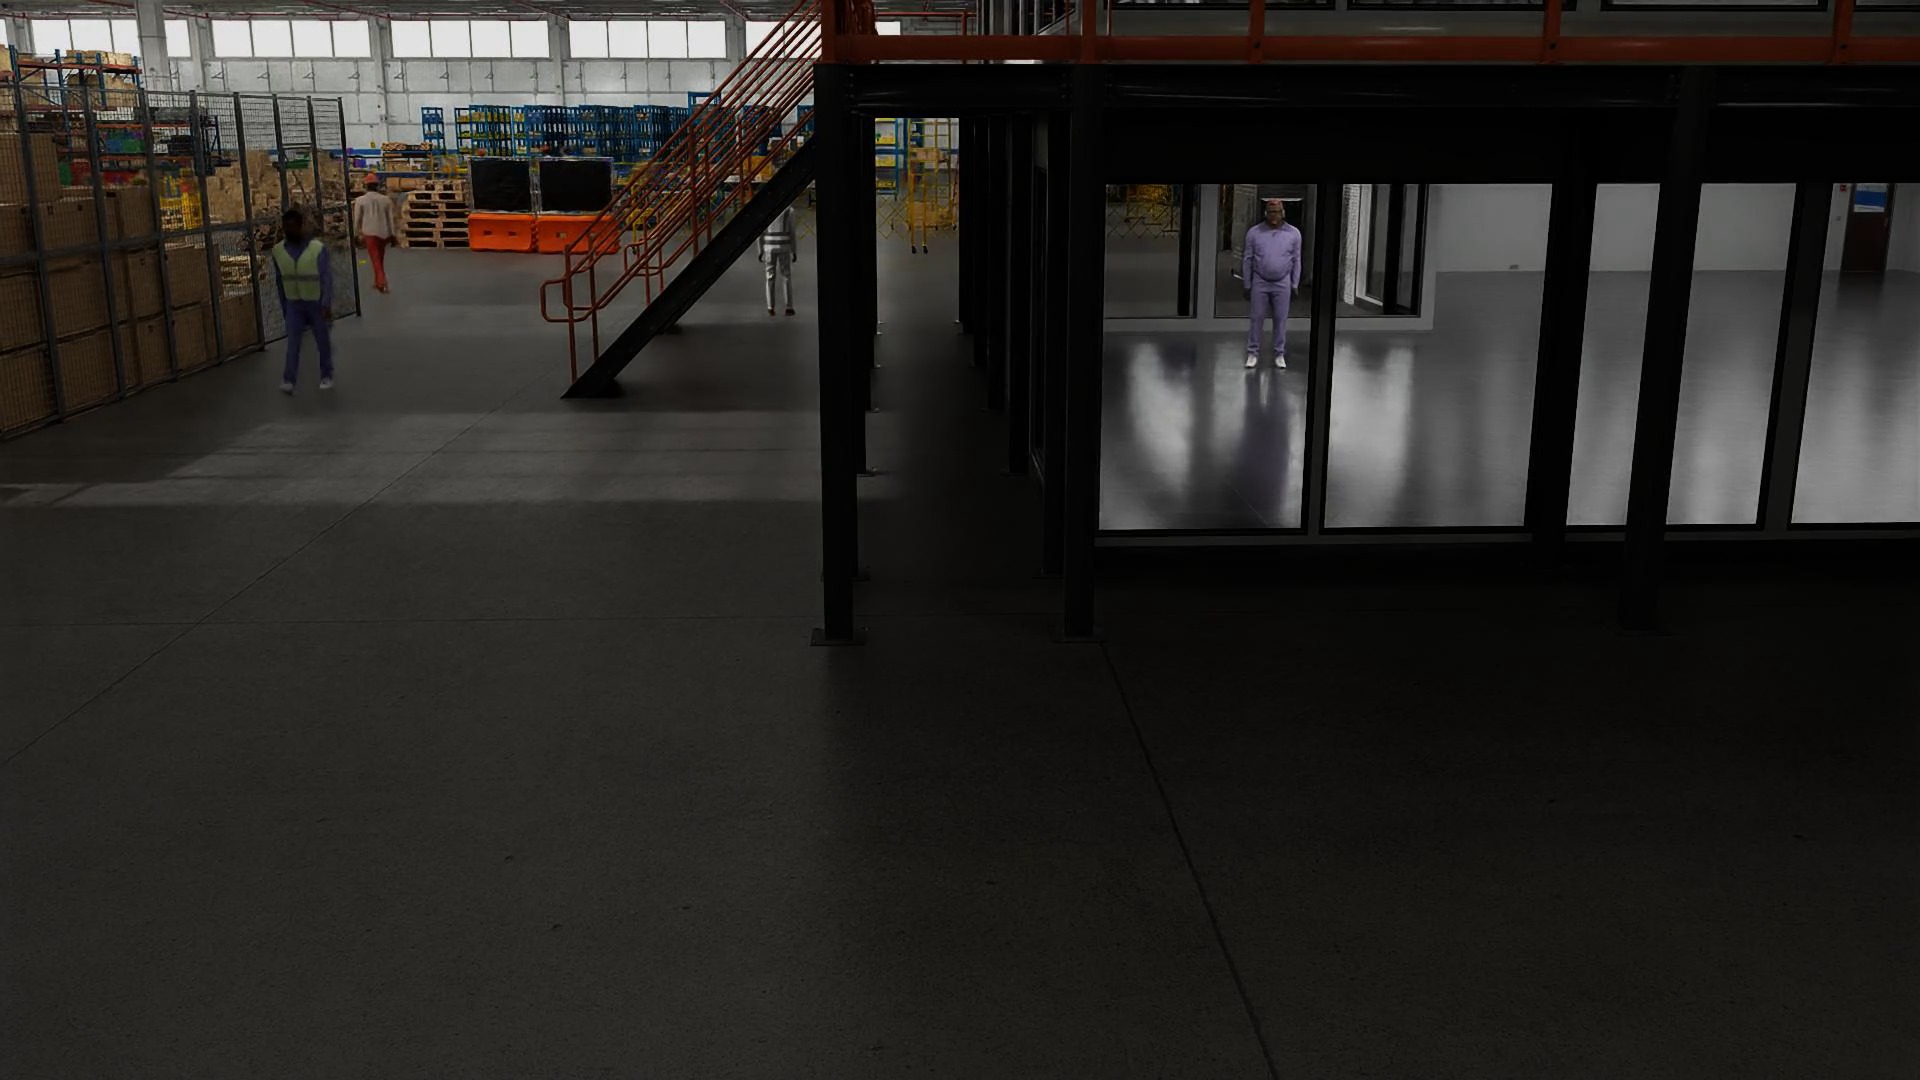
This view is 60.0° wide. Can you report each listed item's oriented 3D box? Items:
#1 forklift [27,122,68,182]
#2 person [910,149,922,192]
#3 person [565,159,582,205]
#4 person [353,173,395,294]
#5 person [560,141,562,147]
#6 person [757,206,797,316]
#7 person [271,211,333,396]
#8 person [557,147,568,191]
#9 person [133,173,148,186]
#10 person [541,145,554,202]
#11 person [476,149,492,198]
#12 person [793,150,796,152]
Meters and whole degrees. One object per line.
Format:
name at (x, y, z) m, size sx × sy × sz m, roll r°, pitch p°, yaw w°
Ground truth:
forklift at (-35.376, -14.773, 64.377) m, size 1.129 × 2.768 × 1.873 m, roll -1°, pitch 14°, yaw -2°
person at (-1.785, -15.099, 67.991) m, size 0.549 × 1.742 × 0.700 m, roll -10°, pitch 17°, yaw -34°
person at (-10.580, -9.548, 45.660) m, size 0.482 × 1.815 × 0.603 m, roll 3°, pitch 14°, yaw 13°
person at (-9.625, -5.041, 27.385) m, size 0.624 × 1.952 × 1.007 m, roll -11°, pitch 17°, yaw -36°
person at (-21.765, -20.920, 91.043) m, size 0.376 × 1.844 × 0.571 m, roll -3°, pitch 14°, yaw -13°
person at (-2.650, -4.193, 24.115) m, size 0.576 × 1.882 × 0.362 m, roll 1°, pitch 14°, yaw 3°
person at (-6.750, -2.427, 17.098) m, size 0.603 × 1.863 × 0.983 m, roll -1°, pitch 14°, yaw -3°
person at (-14.868, -13.842, 62.656) m, size 0.695 × 1.893 × 0.638 m, roll -8°, pitch 16°, yaw -30°
person at (-17.335, -6.883, 35.195) m, size 0.486 × 1.724 × 0.496 m, roll 4°, pitch 15°, yaw 16°
person at (-14.273, -12.628, 57.503) m, size 0.394 × 2.042 × 0.611 m, roll -2°, pitch 14°, yaw -9°
person at (-15.847, -12.053, 55.465) m, size 0.541 × 1.923 × 0.392 m, roll 4°, pitch 15°, yaw 14°
person at (-8.282, -19.294, 84.349) m, size 1.026 × 1.938 × 0.643 m, roll 5°, pitch 15°, yaw 20°
